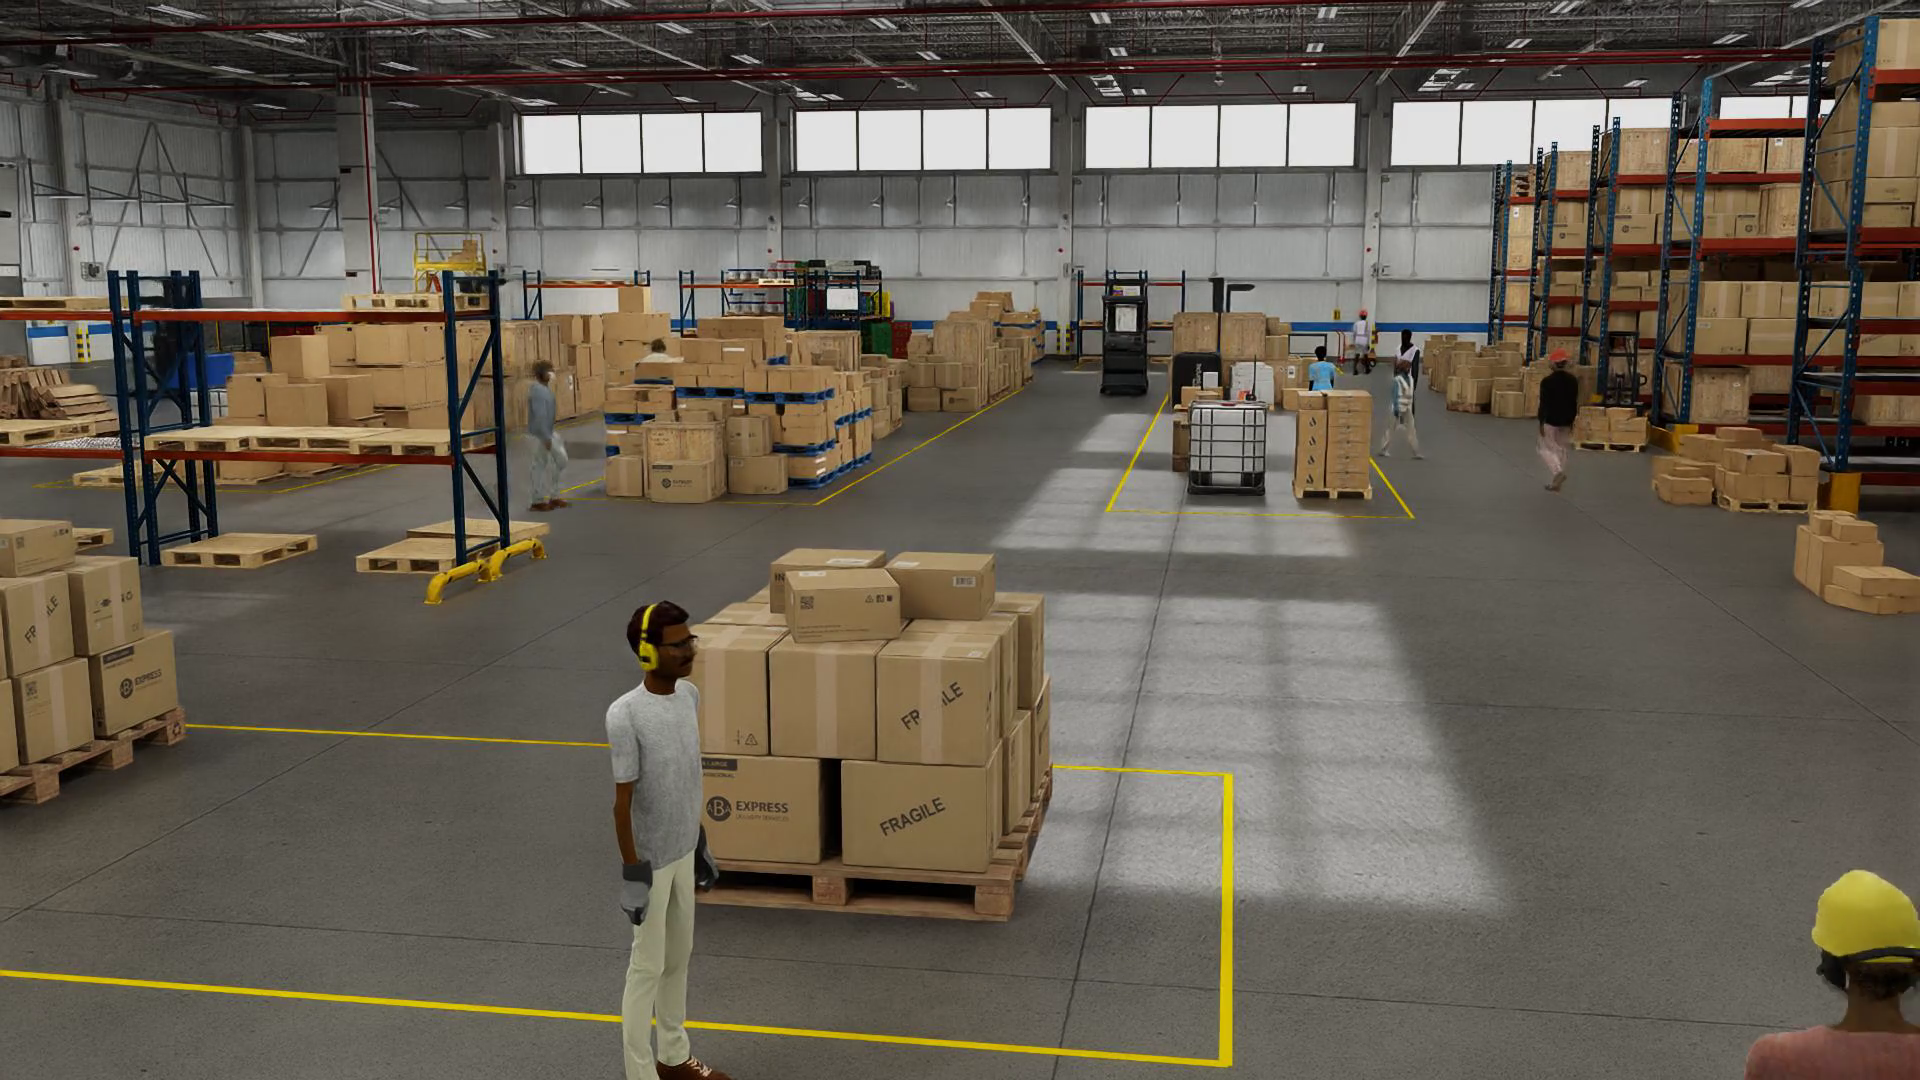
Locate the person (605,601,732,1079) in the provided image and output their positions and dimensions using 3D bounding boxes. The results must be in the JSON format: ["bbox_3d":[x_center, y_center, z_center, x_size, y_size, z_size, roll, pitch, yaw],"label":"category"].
[{"bbox_3d":[-1.047,1.140,5.977,0.328,1.877,0.514,4,10,22],"label":"person"}]

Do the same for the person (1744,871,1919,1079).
[{"bbox_3d":[1.935,1.596,3.540,0.528,1.747,0.573,2,9,13],"label":"person"}]

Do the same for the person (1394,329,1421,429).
[{"bbox_3d":[8.594,-3.098,32.016,0.397,1.911,0.587,-5,11,-30],"label":"person"}]

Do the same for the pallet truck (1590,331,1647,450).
[{"bbox_3d":[11.253,-2.573,28.499,0.823,1.965,1.885,5,10,27],"label":"pallet truck"}]

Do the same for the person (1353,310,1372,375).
[{"bbox_3d":[11.714,-5.741,48.399,0.564,1.879,1.022,6,11,34],"label":"person"}]

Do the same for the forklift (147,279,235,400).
[{"bbox_3d":[-18.069,-4.680,38.781,1.873,2.768,1.129,1,9,9],"label":"forklift"}]

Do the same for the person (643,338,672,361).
[{"bbox_3d":[-5.004,-2.428,27.923,0.645,1.890,0.845,3,10,16],"label":"person"}]

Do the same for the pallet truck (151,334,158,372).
[{"bbox_3d":[-21.869,-5.598,47.154,0.823,1.965,1.885,4,10,26],"label":"pallet truck"}]

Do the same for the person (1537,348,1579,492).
[{"bbox_3d":[8.154,-1.620,22.652,0.612,1.983,0.521,-3,10,-16],"label":"person"}]

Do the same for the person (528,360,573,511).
[{"bbox_3d":[-5.142,-1.301,20.893,0.674,1.913,0.646,0,9,1],"label":"person"}]

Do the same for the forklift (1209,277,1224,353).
[{"bbox_3d":[7.469,-6.243,48.419,1.873,2.768,1.129,1,9,9],"label":"forklift"}]

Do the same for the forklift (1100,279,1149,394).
[{"bbox_3d":[4.113,-5.078,41.234,1.129,2.768,1.873,1,9,8],"label":"forklift"}]

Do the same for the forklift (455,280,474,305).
[{"bbox_3d":[-13.188,-5.608,44.501,1.873,2.768,1.129,-3,10,-19],"label":"forklift"}]

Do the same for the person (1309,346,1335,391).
[{"bbox_3d":[6.432,-2.608,29.645,0.529,1.694,0.321,-3,10,-19],"label":"person"}]

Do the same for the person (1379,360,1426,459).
[{"bbox_3d":[7.135,-2.108,26.877,0.535,1.591,0.877,-6,11,-34],"label":"person"}]
